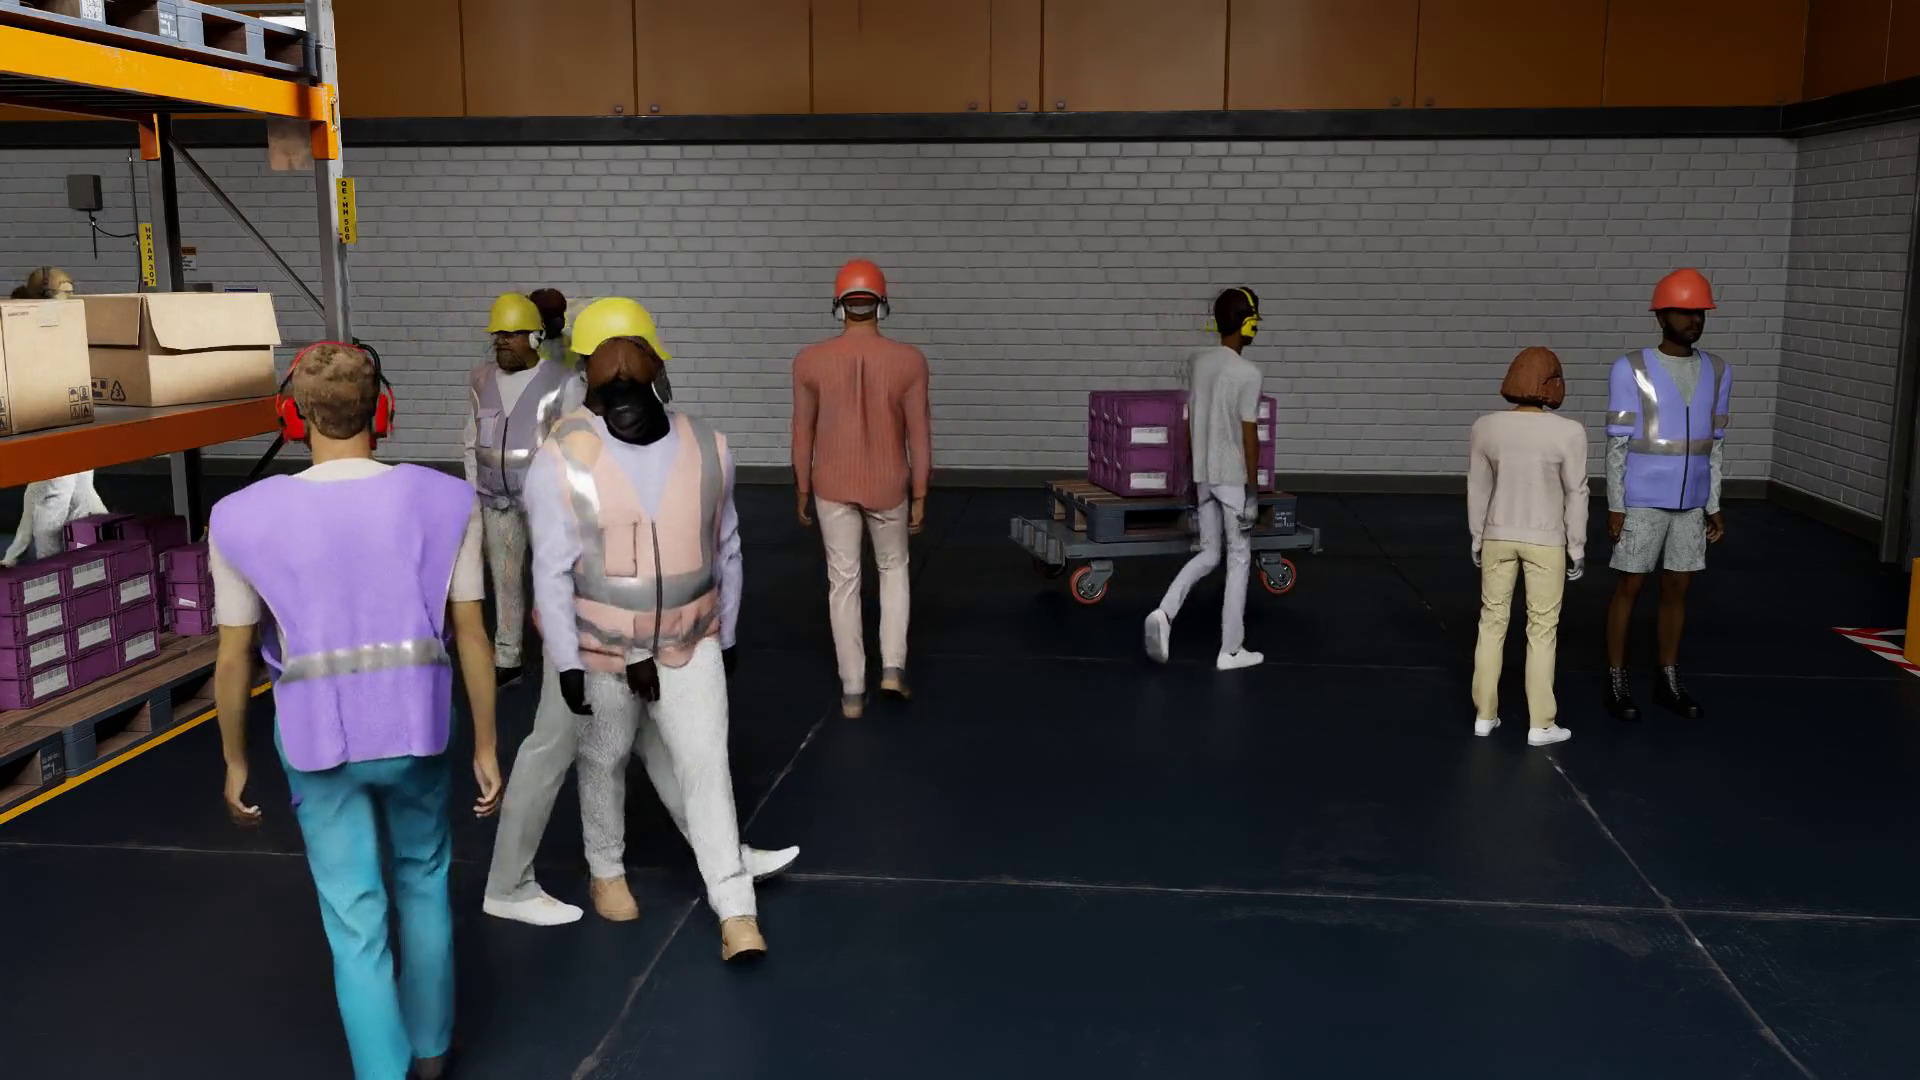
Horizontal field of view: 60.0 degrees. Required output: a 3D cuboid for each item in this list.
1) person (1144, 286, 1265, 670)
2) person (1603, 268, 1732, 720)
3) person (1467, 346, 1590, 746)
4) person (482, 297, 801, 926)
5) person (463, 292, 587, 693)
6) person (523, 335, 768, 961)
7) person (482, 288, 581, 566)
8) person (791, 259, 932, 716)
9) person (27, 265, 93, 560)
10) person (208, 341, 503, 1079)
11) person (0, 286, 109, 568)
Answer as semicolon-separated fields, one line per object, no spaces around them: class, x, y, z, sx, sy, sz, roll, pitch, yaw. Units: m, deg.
person;1.201;-0.269;7.892;0.616;1.855;0.544;-7;12;-35
person;3.043;-0.187;7.165;0.545;1.943;0.347;-1;10;-8
person;2.322;0.026;6.829;0.500;1.633;0.282;8;13;39
person;-0.991;0.234;4.929;0.986;1.873;0.607;0;10;-1
person;-1.977;-0.199;7.548;0.601;1.831;0.404;2;10;12
person;-0.893;0.313;4.767;0.634;1.779;0.960;-4;11;-23
person;-2.610;-0.654;10.256;0.928;1.802;0.625;7;12;33
person;-0.434;-0.229;7.298;0.613;1.975;0.522;0;10;-3
person;-5.218;-0.616;9.657;0.445;1.930;0.652;-3;10;-15
person;-1.378;0.462;3.794;0.578;1.814;0.757;-5;11;-28
person;-5.526;-0.610;9.955;0.963;1.805;0.554;-7;12;-36
